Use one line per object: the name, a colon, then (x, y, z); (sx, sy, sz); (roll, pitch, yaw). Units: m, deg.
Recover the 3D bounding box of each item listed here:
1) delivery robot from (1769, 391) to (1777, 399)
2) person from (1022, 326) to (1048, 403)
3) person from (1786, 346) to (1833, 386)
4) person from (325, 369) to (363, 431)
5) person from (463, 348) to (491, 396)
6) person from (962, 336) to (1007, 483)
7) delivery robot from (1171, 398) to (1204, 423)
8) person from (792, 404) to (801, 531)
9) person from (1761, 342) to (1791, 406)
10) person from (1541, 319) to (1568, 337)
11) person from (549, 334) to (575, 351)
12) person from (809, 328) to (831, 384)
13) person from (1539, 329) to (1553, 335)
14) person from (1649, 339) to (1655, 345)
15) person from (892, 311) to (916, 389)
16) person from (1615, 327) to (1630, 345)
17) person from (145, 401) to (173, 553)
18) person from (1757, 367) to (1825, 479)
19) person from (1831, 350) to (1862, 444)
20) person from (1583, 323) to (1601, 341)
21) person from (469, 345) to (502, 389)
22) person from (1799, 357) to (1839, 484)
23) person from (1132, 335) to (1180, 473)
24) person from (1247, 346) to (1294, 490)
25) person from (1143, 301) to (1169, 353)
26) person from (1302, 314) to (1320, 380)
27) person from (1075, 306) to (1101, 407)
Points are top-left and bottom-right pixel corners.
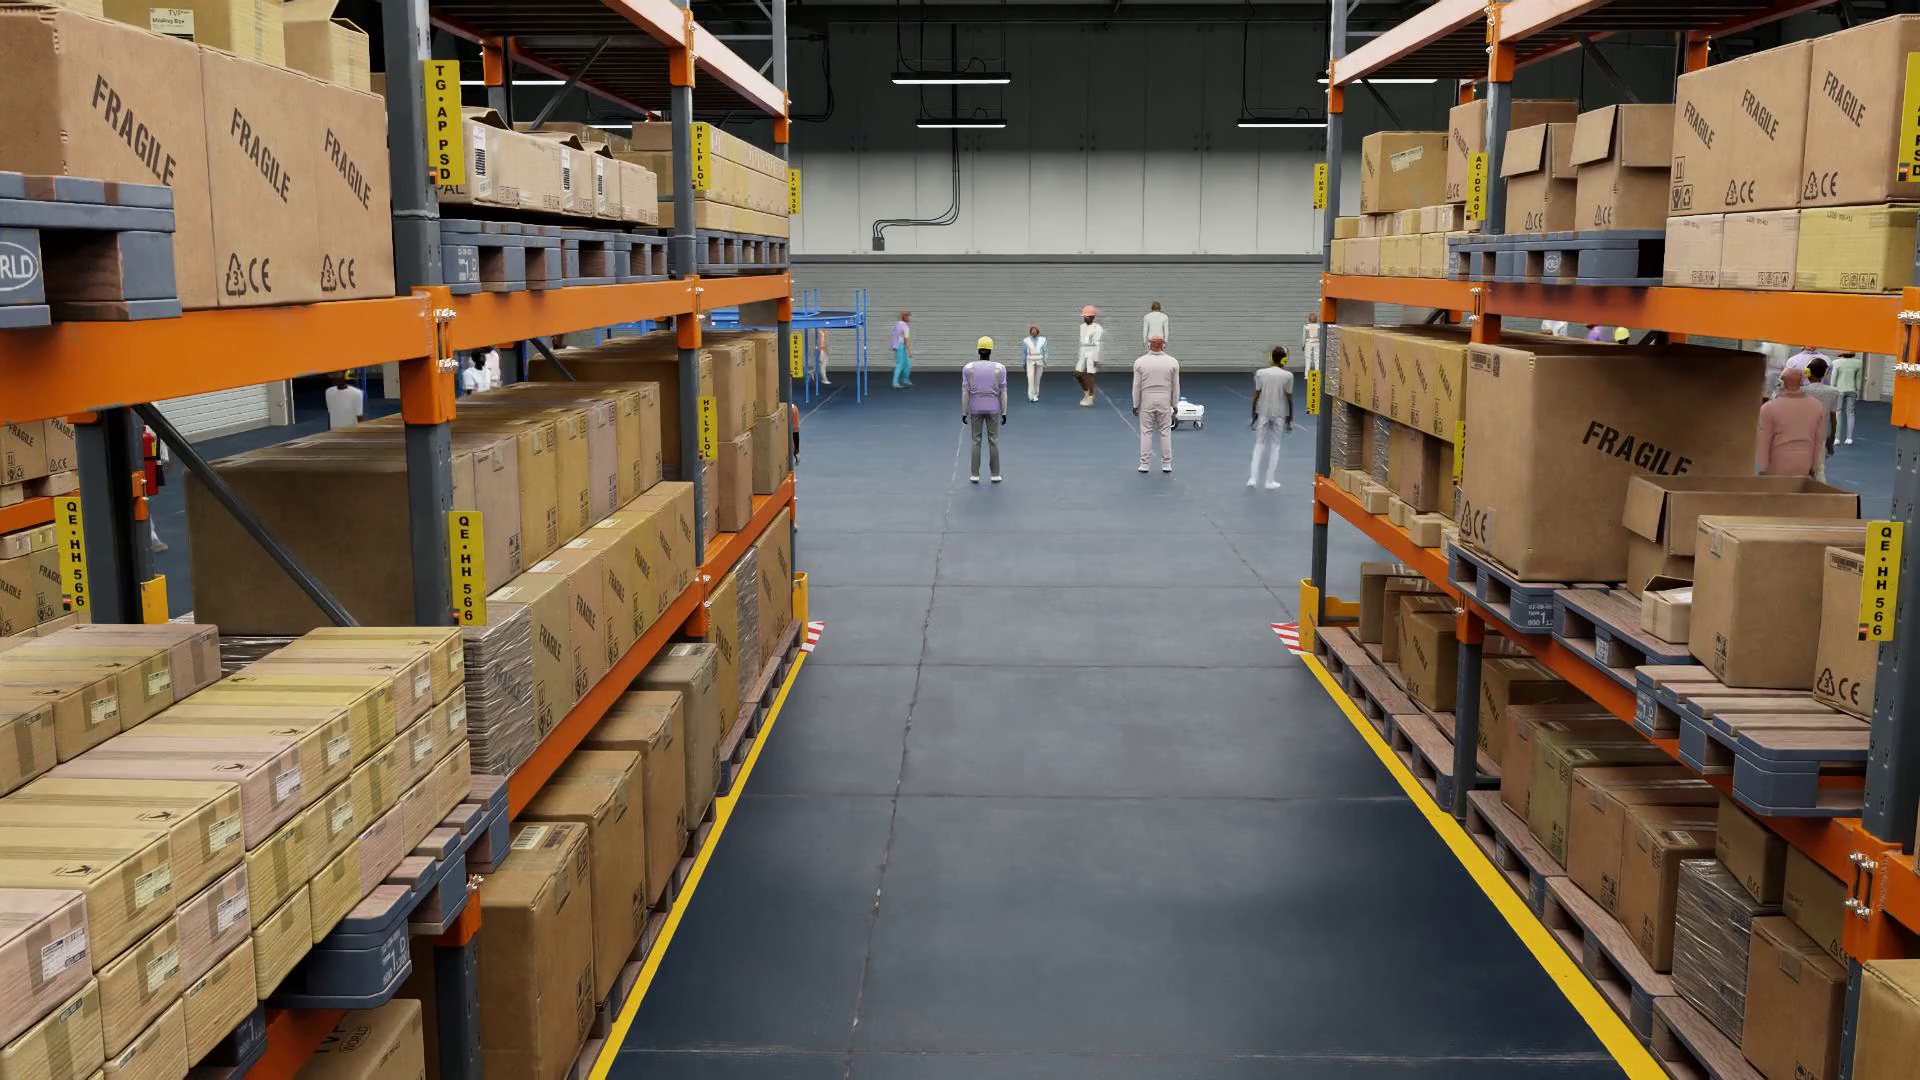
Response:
delivery robot: (15.802, -2.825, 32.556); (0.707, 0.478, 0.477); (-7, 12, -35)
person: (1.560, -3.665, 34.642); (0.513, 1.594, 0.851); (-1, 9, -3)
person: (11.827, -1.928, 23.301); (0.654, 1.904, 0.406); (0, 9, 1)
person: (-6.734, -1.042, 18.141); (0.561, 1.855, 0.400); (4, 10, 20)
person: (-7.065, -1.992, 24.444); (0.889, 1.649, 0.536); (6, 11, 34)
person: (0.323, -1.725, 22.015); (0.595, 1.925, 0.374); (0, 9, 1)
delivery robot: (3.901, -2.247, 29.093); (0.707, 0.478, 0.477); (0, 10, 1)
person: (-1.979, -0.925, 17.908); (0.541, 1.696, 0.316); (0, 9, 1)
person: (13.867, -2.795, 28.466); (0.655, 1.924, 0.879); (-4, 10, -21)
person: (13.752, -4.494, 38.582); (0.624, 1.928, 0.462); (6, 11, 33)
person: (-6.303, -2.484, 26.759); (0.598, 1.880, 0.934); (4, 10, 23)
person: (-3.360, -4.549, 39.837); (0.547, 1.622, 0.528); (3, 10, 19)
person: (9.846, -2.656, 27.997); (0.429, 1.795, 0.719); (6, 11, 32)
person: (15.616, -4.171, 36.878); (0.672, 1.847, 1.006); (9, 13, 43)
person: (-1.270, -4.398, 38.435); (0.656, 1.794, 0.663); (-1, 10, -8)
person: (10.755, -2.528, 27.066); (0.583, 1.862, 1.064); (3, 10, 18)
person: (-8.416, -0.832, 16.911); (0.917, 1.856, 0.583); (5, 11, 29)
person: (8.029, -0.725, 16.143); (0.657, 1.896, 0.462); (0, 9, -3)
person: (14.170, -2.346, 26.656); (0.516, 1.623, 0.318); (0, 9, 0)
person: (12.908, -3.719, 34.110); (0.734, 1.872, 0.632); (2, 10, 12)
person: (-7.382, -2.306, 25.821); (0.569, 1.820, 0.636); (3, 10, 17)
person: (9.376, -1.079, 18.332); (0.537, 1.865, 0.312); (0, 9, 1)
person: (2.711, -1.889, 23.061); (0.654, 1.906, 0.406); (0, 9, 1)
person: (4.003, -1.569, 21.380); (0.565, 1.834, 0.479); (4, 10, 23)
person: (4.856, -4.951, 41.305); (0.637, 1.938, 0.355); (0, 9, 1)
person: (8.729, -4.784, 41.208); (0.524, 1.636, 0.308); (0, 9, 1)
person: (2.582, -3.705, 33.555); (0.408, 2.031, 0.647); (-7, 12, -35)
